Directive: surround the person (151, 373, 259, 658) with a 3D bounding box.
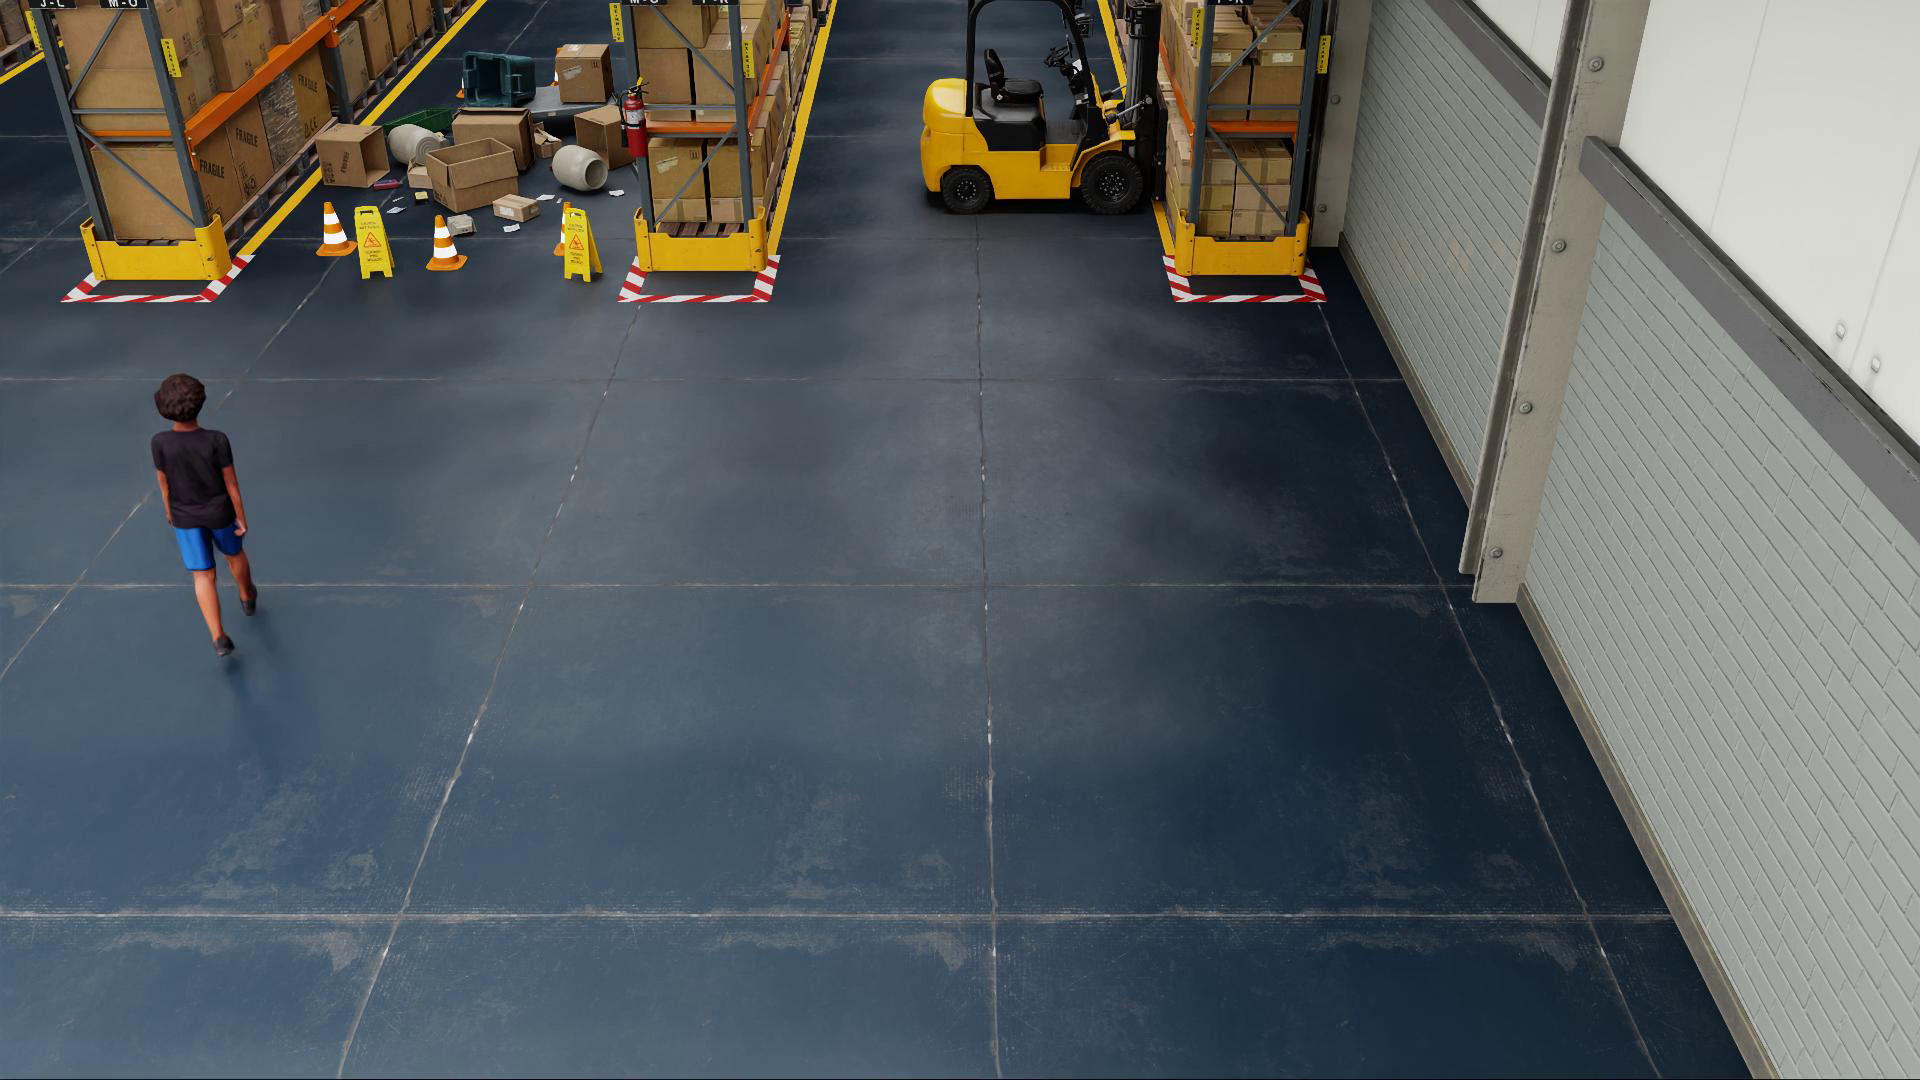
[{"bbox_3d":[-4.527,-0.117,9.934,0.913,1.768,1.197,-13,34,-19],"label":"person"}]
